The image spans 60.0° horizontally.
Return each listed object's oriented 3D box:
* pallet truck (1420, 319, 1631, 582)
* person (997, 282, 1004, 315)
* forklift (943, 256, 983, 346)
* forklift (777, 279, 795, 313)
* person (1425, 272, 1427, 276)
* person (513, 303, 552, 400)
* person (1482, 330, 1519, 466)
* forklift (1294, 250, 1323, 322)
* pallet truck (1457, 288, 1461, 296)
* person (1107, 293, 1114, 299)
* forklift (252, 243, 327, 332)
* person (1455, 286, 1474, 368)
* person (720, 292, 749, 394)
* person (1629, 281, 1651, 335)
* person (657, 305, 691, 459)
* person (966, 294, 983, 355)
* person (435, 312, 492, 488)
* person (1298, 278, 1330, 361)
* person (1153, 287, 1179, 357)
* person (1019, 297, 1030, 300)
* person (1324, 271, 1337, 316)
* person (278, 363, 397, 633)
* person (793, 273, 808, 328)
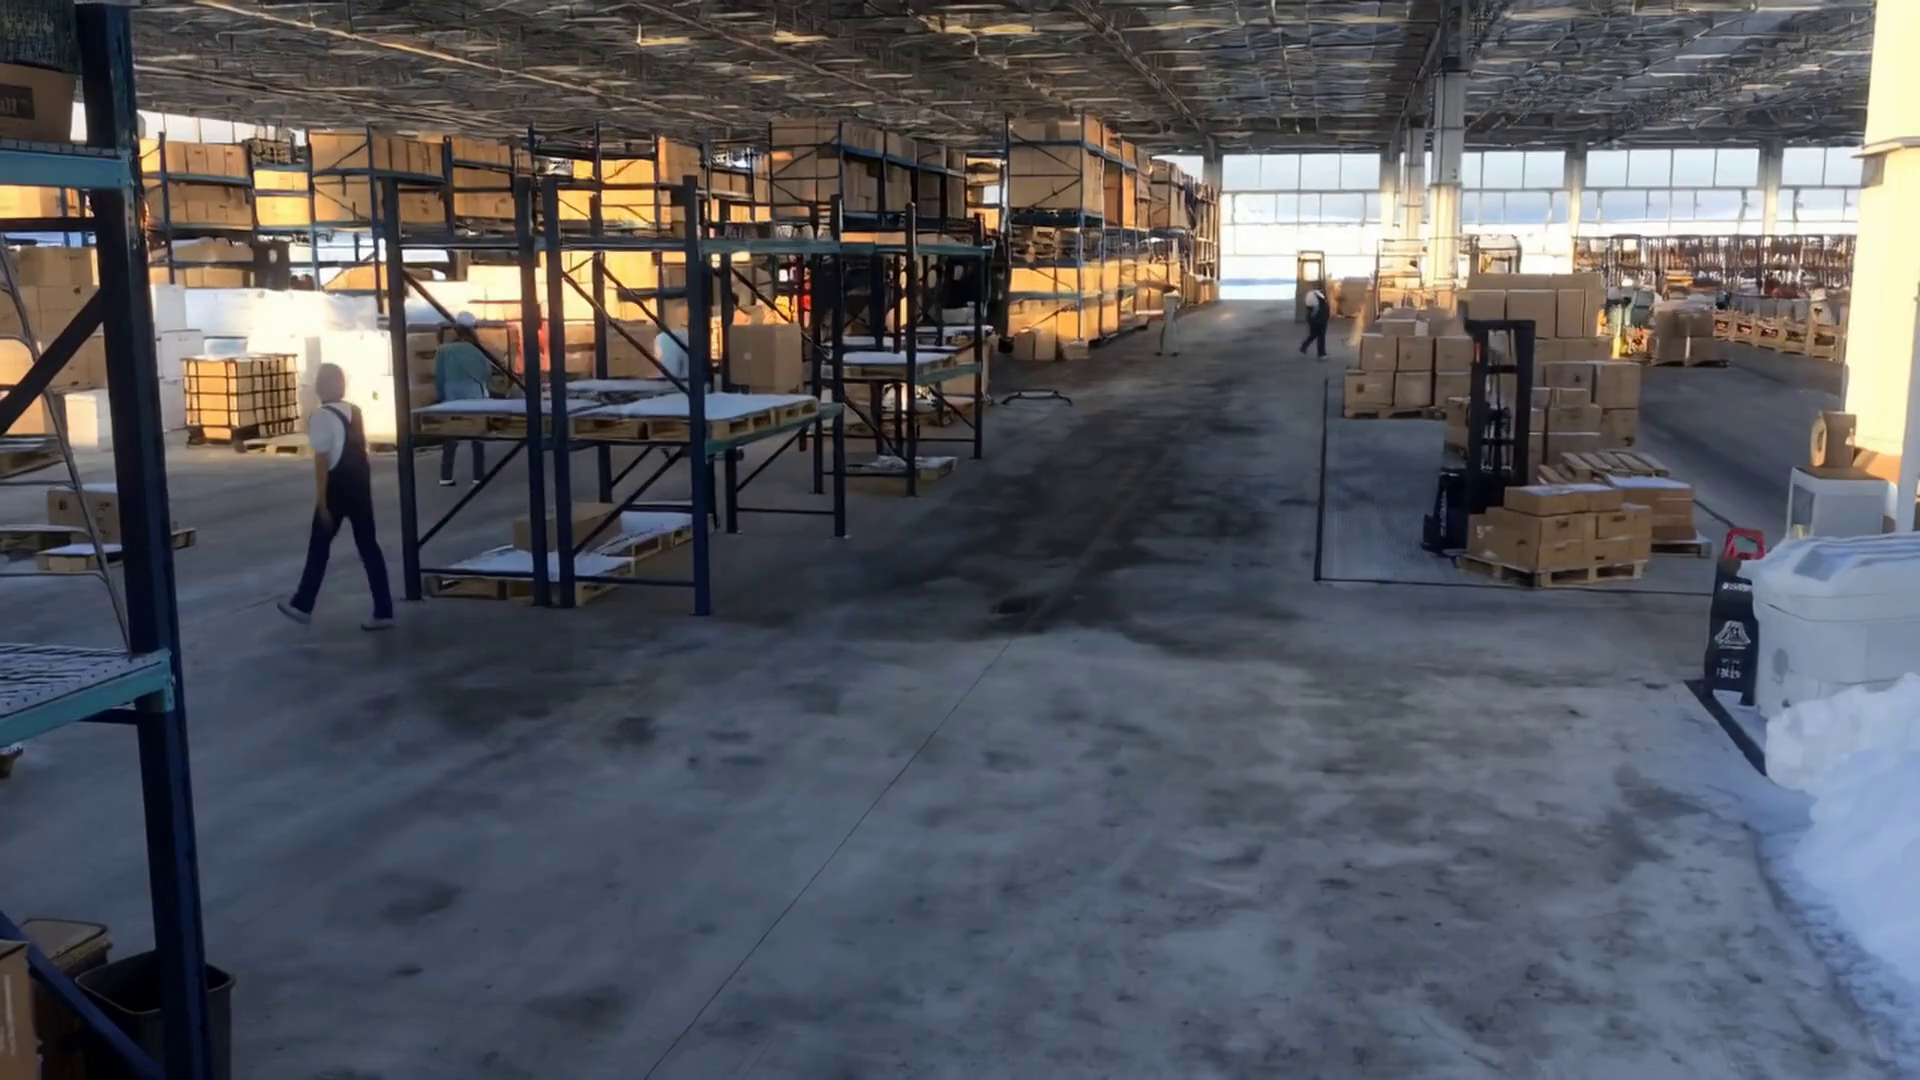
[{"bbox_3d":[4.543,-0.757,13.299,0.823,1.965,1.885,-4,10,-22],"label":"pallet truck"},{"bbox_3d":[1.594,-8.875,62.470,0.470,1.616,0.516,8,13,41],"label":"person"},{"bbox_3d":[0.070,-6.781,46.361,1.129,2.768,1.873,2,10,12],"label":"forklift"},{"bbox_3d":[-7.756,-11.261,72.890,1.129,2.768,1.873,2,10,12],"label":"forklift"},{"bbox_3d":[21.194,-11.229,75.472,1.030,1.934,0.655,0,10,2],"label":"person"},{"bbox_3d":[-5.952,-2.380,23.319,0.612,1.863,1.019,-6,11,-30],"label":"person"},{"bbox_3d":[6.112,-1.486,18.469,0.493,1.714,0.831,-9,13,-44],"label":"person"},{"bbox_3d":[13.778,-10.002,65.433,1.129,2.768,1.873,2,10,12],"label":"forklift"},{"bbox_3d":[20.506,-9.785,68.819,0.653,1.274,1.630,2,10,12],"label":"pallet truck"},{"bbox_3d":[7.588,-12.536,83.639,0.470,1.803,0.726,-7,12,-35],"label":"person"},{"bbox_3d":[-14.987,-5.103,36.426,1.873,2.768,1.129,2,10,12],"label":"forklift"},{"bbox_3d":[11.217,-4.738,37.192,0.985,1.896,0.544,4,10,22],"label":"person"},{"bbox_3d":[-3.588,-2.951,26.429,0.388,1.957,0.606,7,12,34],"label":"person"},{"bbox_3d":[21.208,-7.169,51.895,0.606,1.792,0.915,2,10,13],"label":"person"},{"bbox_3d":[-3.486,-1.924,20.436,0.633,1.919,0.811,7,12,36],"label":"person"},{"bbox_3d":[0.403,-5.596,42.929,0.528,1.666,0.804,1,10,8],"label":"person"},{"bbox_3d":[-5.364,-1.506,18.011,0.585,1.901,0.439,-2,10,-13],"label":"person"},{"bbox_3d":[8.702,-5.389,40.599,0.669,2.000,0.697,8,12,39],"label":"person"},{"bbox_3d":[5.261,-5.531,42.192,0.553,1.789,1.012,8,13,40],"label":"person"},{"bbox_3d":[2.161,-7.466,53.920,0.535,1.697,0.318,-5,11,-27],"label":"person"},{"bbox_3d":[16.172,-10.774,72.788,0.636,1.939,0.363,3,10,16],"label":"person"},{"bbox_3d":[-4.155,-0.284,11.108,1.011,1.781,0.500,6,11,31],"label":"person"},{"bbox_3d":[-5.257,-7.736,54.489,0.605,2.045,0.380,8,13,40],"label":"person"}]
